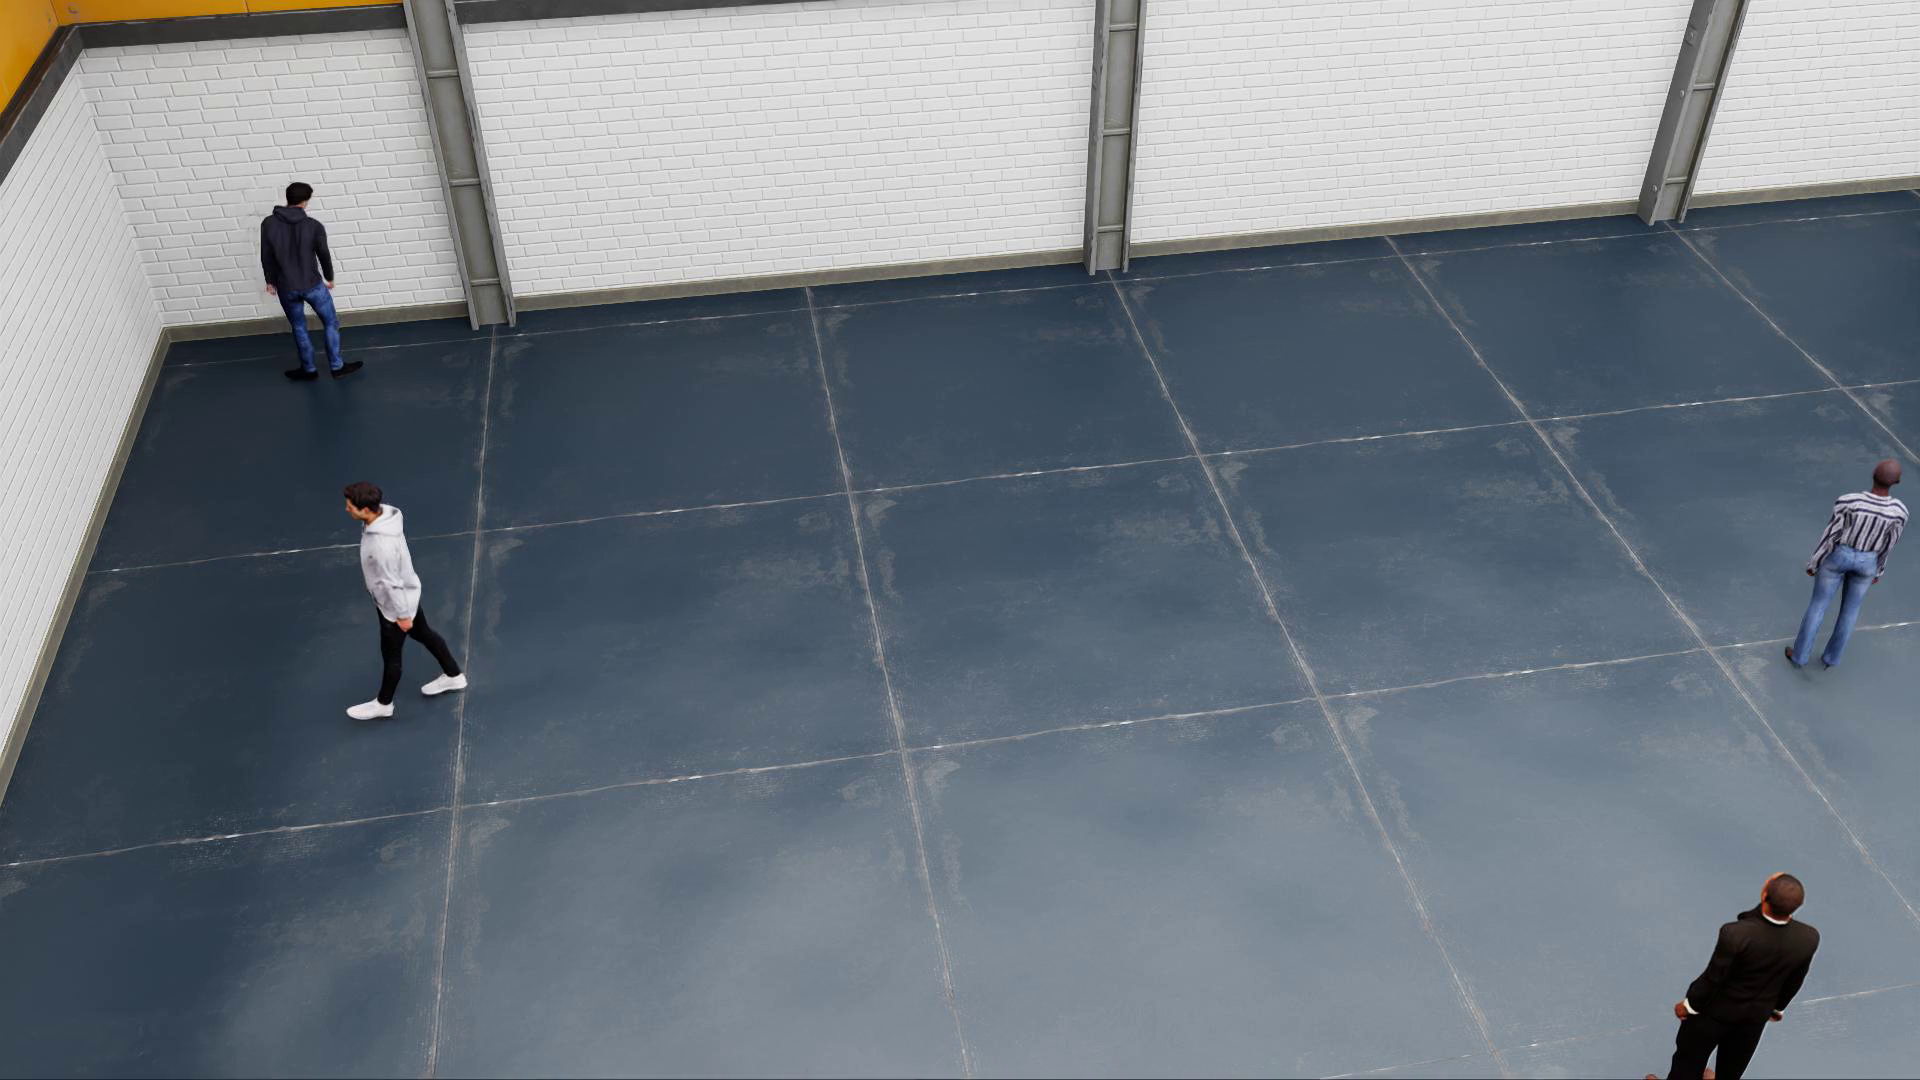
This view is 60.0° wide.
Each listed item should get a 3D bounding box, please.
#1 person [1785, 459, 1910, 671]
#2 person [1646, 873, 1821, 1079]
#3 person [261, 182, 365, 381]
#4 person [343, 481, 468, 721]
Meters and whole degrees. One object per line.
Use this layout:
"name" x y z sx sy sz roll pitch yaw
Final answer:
"person" 6.185 0.187 11.581 0.626 1.794 0.770 9 39 11
"person" 4.050 2.415 8.703 0.597 1.904 0.810 0 39 0
"person" -5.821 -2.211 14.538 0.599 1.850 0.937 -22 43 -25
"person" -3.729 0.369 11.270 1.103 1.898 0.822 -13 41 -16
